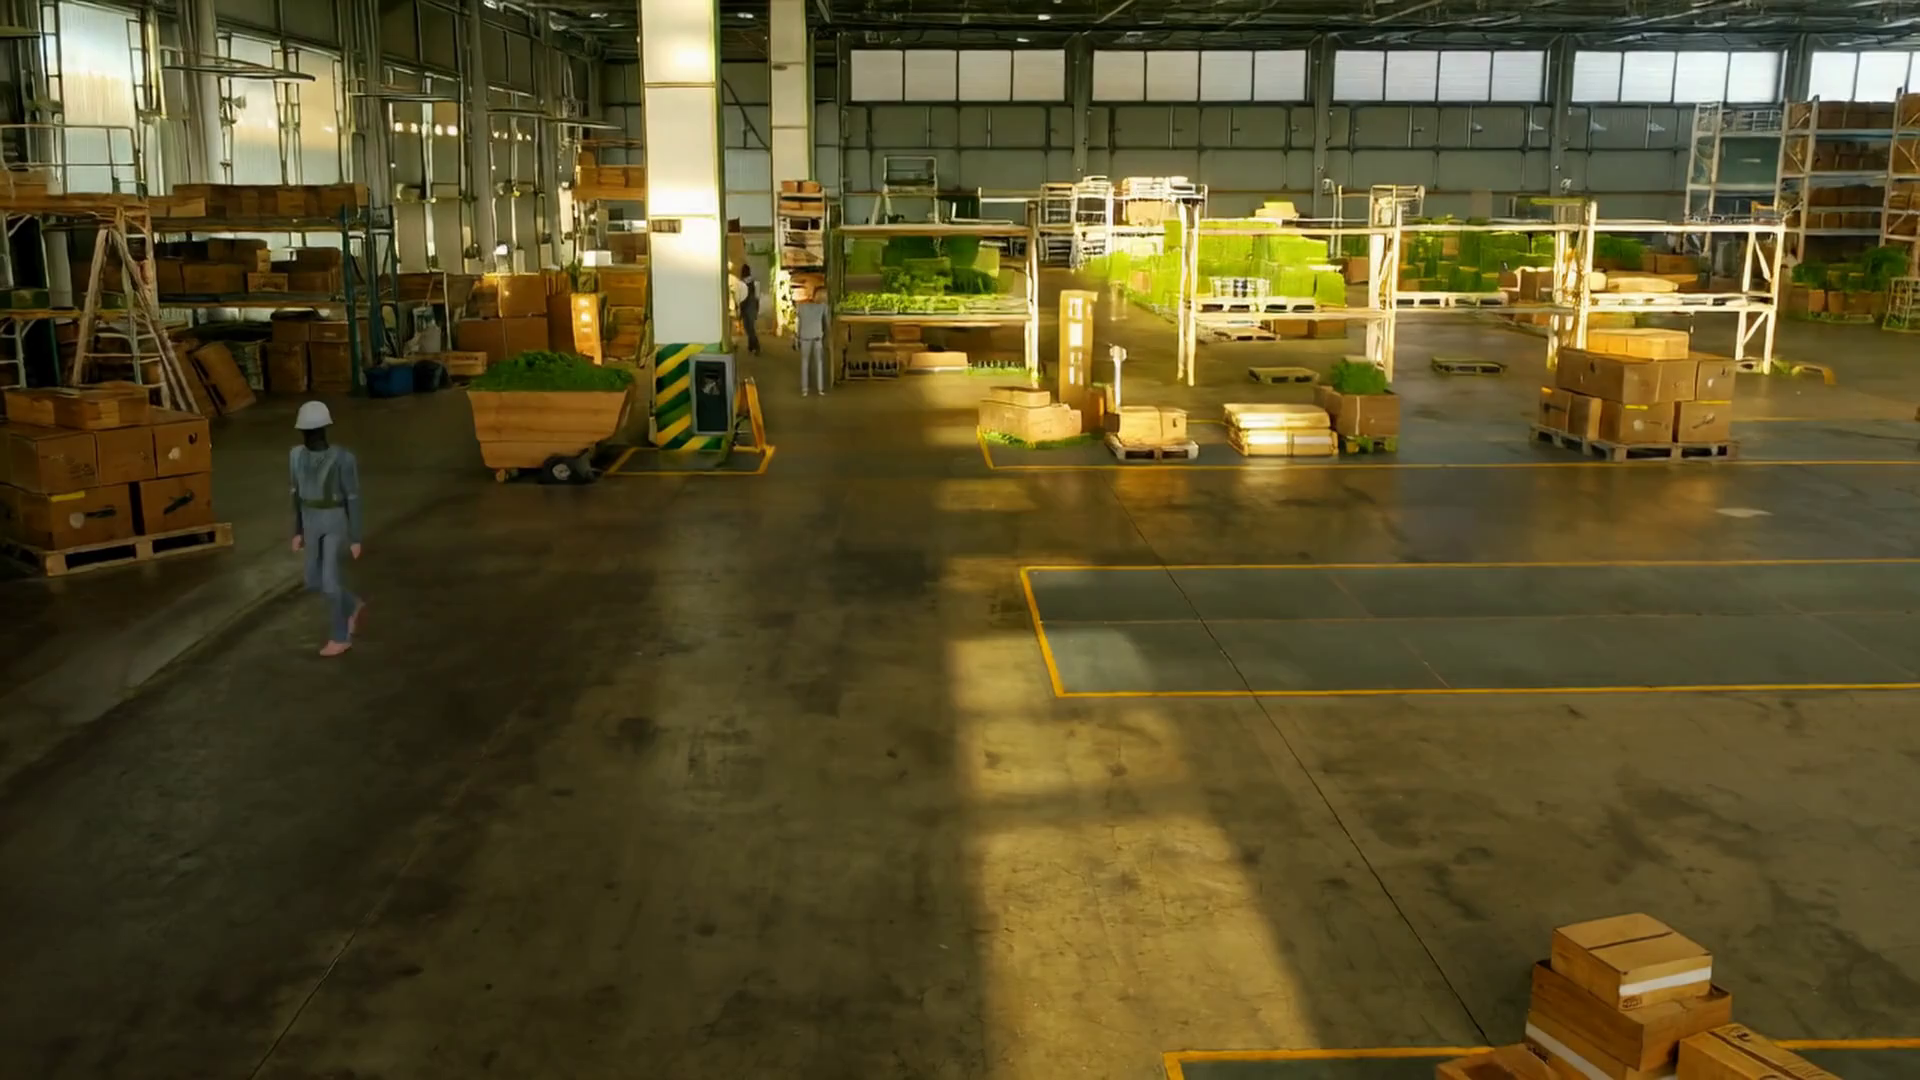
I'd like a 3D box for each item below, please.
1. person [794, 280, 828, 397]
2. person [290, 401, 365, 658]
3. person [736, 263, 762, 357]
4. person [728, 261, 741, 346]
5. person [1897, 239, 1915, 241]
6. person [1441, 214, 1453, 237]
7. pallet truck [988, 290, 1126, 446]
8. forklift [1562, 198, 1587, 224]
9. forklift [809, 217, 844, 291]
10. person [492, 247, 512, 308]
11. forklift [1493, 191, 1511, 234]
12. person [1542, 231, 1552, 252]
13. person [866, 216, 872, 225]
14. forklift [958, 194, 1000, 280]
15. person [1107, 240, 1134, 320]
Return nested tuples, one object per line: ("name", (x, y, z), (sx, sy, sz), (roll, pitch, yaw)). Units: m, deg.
("person", (-2.377, -3.206, 26.505), (0.537, 1.865, 0.312), (0, 12, -2))
("person", (-4.687, -0.099, 12.371), (0.613, 1.910, 0.519), (6, 14, 24))
("person", (-4.029, -4.420, 32.086), (0.521, 1.825, 0.697), (-9, 16, -37))
("person", (-4.778, -4.883, 34.359), (0.494, 1.741, 0.315), (0, 12, -2))
("person", (30.882, -9.373, 54.377), (0.991, 1.859, 0.656), (-7, 14, -29))
("person", (19.207, -11.841, 65.326), (0.637, 1.936, 0.355), (0, 12, -2))
("pallet truck", (1.257, -2.299, 22.111), (1.885, 1.965, 0.823), (-9, 15, -35))
("forklift", (17.204, -8.212, 46.797), (1.873, 2.768, 1.129), (0, 12, -2))
("forklift", (-4.375, -8.619, 48.637), (1.873, 2.768, 1.129), (0, 12, -2))
("person", (-12.150, -6.967, 44.118), (0.519, 1.588, 0.866), (-2, 13, -8))
("forklift", (20.401, -11.777, 62.893), (1.873, 2.768, 1.129), (0, 12, -2))
("person", (17.361, -8.213, 48.822), (0.625, 1.990, 0.395), (0, 12, -2))
("person", (-3.592, -11.400, 63.420), (0.807, 1.916, 0.547), (-5, 13, -20))
("forklift", (0.291, -9.979, 54.775), (1.873, 2.768, 1.129), (-7, 14, -28))
("person", (3.873, -6.278, 40.208), (0.637, 1.938, 0.355), (0, 12, -2))
